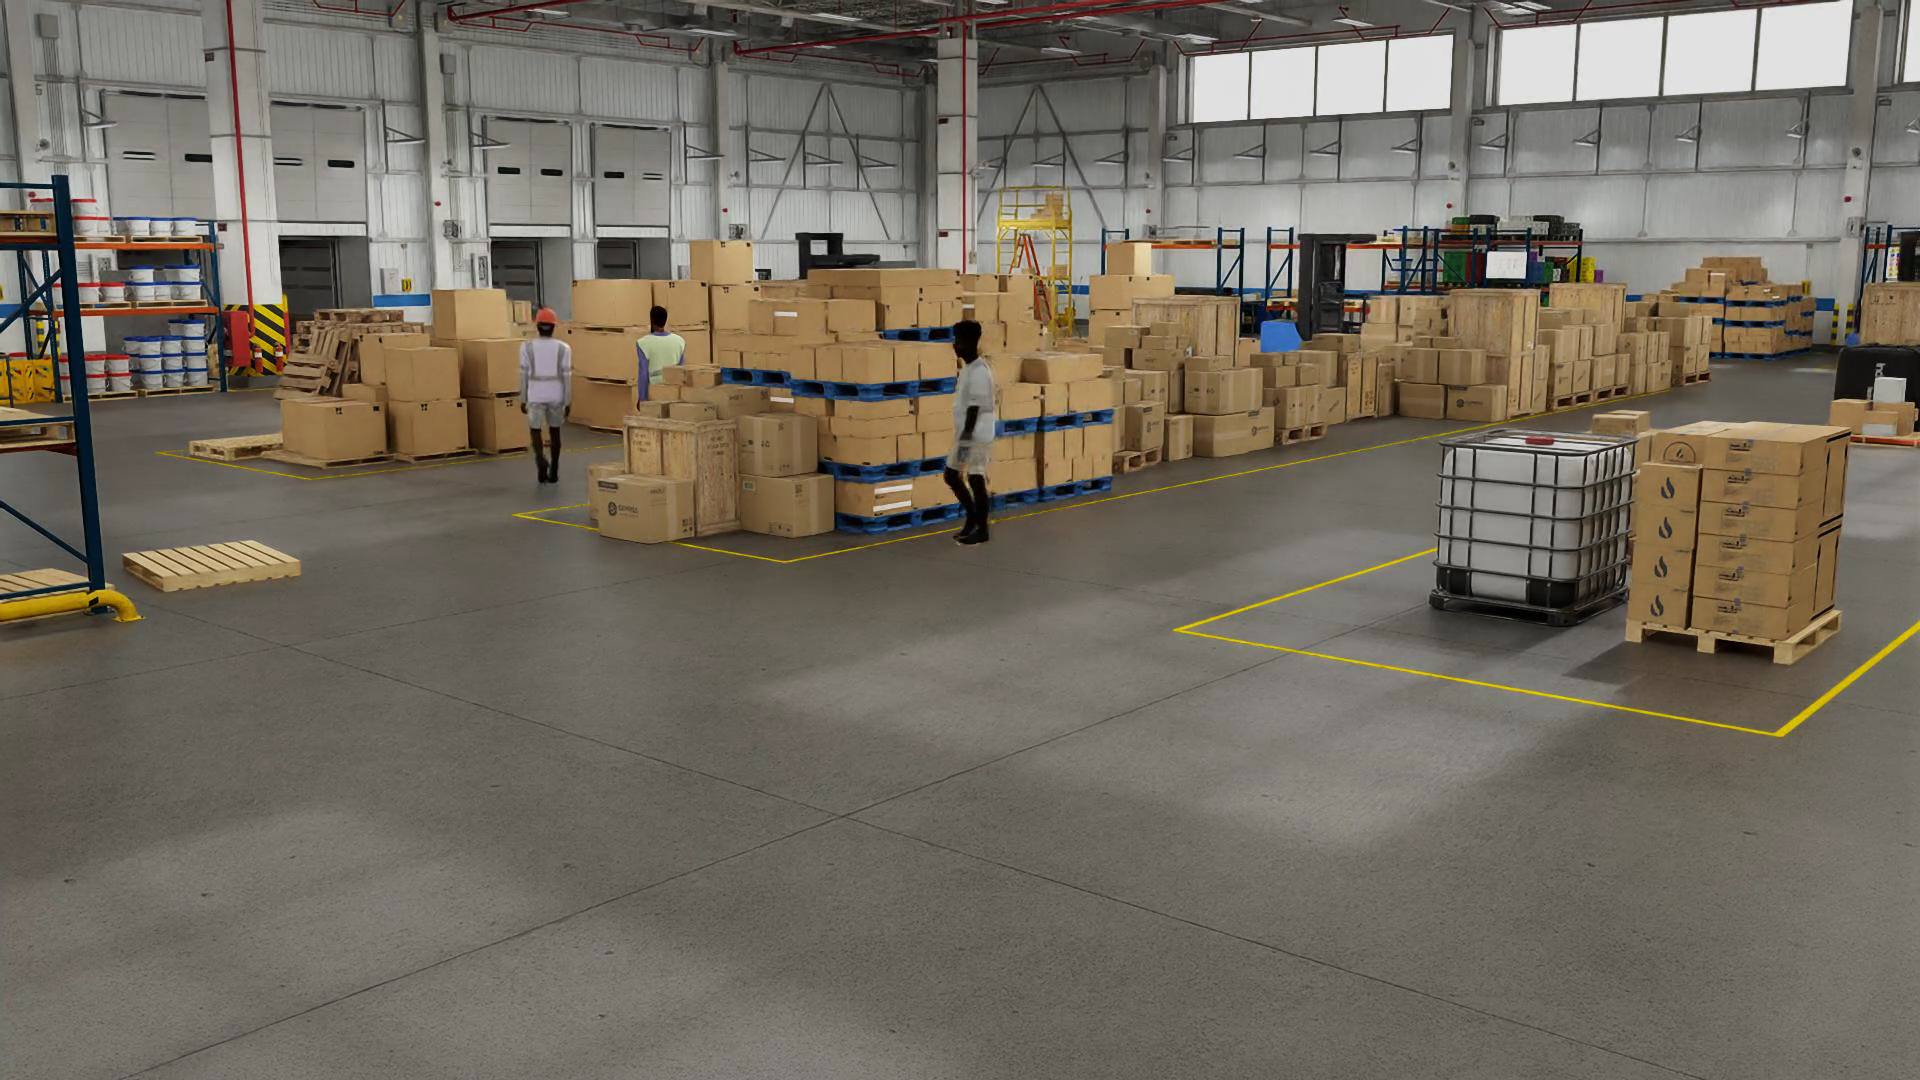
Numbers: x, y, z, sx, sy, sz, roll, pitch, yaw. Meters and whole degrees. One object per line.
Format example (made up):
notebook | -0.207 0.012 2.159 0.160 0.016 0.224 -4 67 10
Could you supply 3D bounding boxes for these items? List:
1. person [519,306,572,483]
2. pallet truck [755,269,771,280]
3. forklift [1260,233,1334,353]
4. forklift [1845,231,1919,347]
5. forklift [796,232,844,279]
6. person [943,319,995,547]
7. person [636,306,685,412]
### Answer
person | -4.451 -1.545 17.908 0.563 1.923 0.650 -3 10 -17
pallet truck | -4.996 -6.432 45.525 1.885 1.965 0.823 -6 12 -32
forklift | 7.012 -4.664 32.949 1.873 2.768 1.129 8 13 40
forklift | 16.148 -3.810 28.085 1.873 2.768 1.129 -1 10 -7
forklift | -2.569 -4.256 30.626 1.873 2.768 1.129 8 13 40
person | 0.076 -0.900 14.161 0.440 1.944 0.614 -3 10 -15
person | -3.266 -1.600 18.235 0.597 1.918 0.383 -9 13 -41
